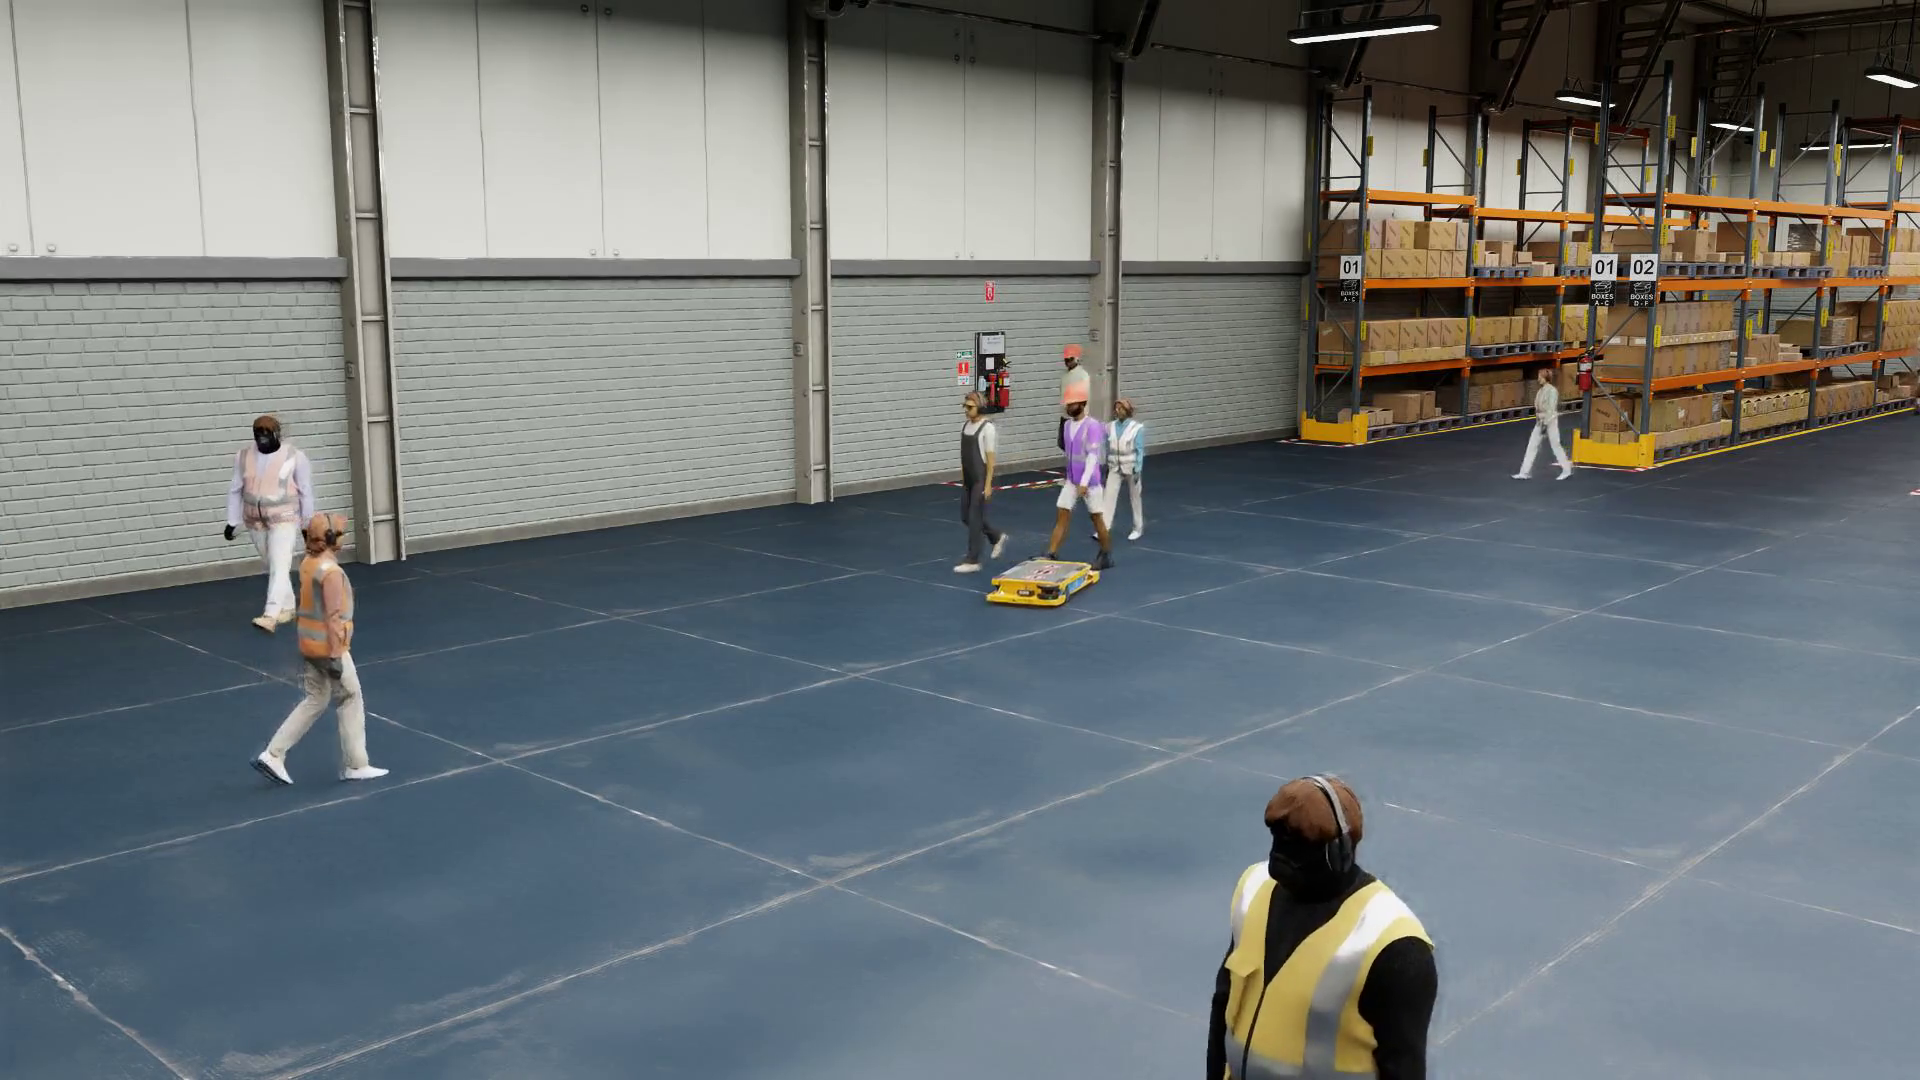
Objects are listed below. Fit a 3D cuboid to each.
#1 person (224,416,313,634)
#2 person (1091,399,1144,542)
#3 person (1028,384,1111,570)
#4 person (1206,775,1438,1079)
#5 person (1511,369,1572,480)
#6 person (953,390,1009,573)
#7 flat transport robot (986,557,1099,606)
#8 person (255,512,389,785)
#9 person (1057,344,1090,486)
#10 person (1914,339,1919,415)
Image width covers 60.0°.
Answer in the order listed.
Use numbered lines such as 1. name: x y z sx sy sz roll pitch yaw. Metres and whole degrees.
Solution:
1. person: -5.789 -0.130 13.886 0.622 1.791 0.959 1 9 5
2. person: 1.777 -0.754 18.282 0.540 1.587 0.848 7 11 36
3. person: 1.134 -0.594 16.477 1.017 1.874 0.552 -7 12 -38
4. person: 0.912 1.453 4.240 0.948 1.801 0.639 -5 11 -28
5. person: 8.383 -1.644 23.721 0.851 1.600 0.517 -2 9 -10
6. person: 0.223 -0.592 16.630 0.653 1.825 0.515 -7 11 -35
7. flat transport robot: 0.786 0.377 15.438 0.652 0.197 1.431 3 10 20
8. person: -3.774 0.649 9.714 0.675 1.622 0.527 -7 12 -38
9. person: 1.612 -1.738 23.117 0.561 1.980 0.637 -6 11 -33
10. person: 19.985 -3.567 34.220 0.611 2.011 0.913 9 13 42
